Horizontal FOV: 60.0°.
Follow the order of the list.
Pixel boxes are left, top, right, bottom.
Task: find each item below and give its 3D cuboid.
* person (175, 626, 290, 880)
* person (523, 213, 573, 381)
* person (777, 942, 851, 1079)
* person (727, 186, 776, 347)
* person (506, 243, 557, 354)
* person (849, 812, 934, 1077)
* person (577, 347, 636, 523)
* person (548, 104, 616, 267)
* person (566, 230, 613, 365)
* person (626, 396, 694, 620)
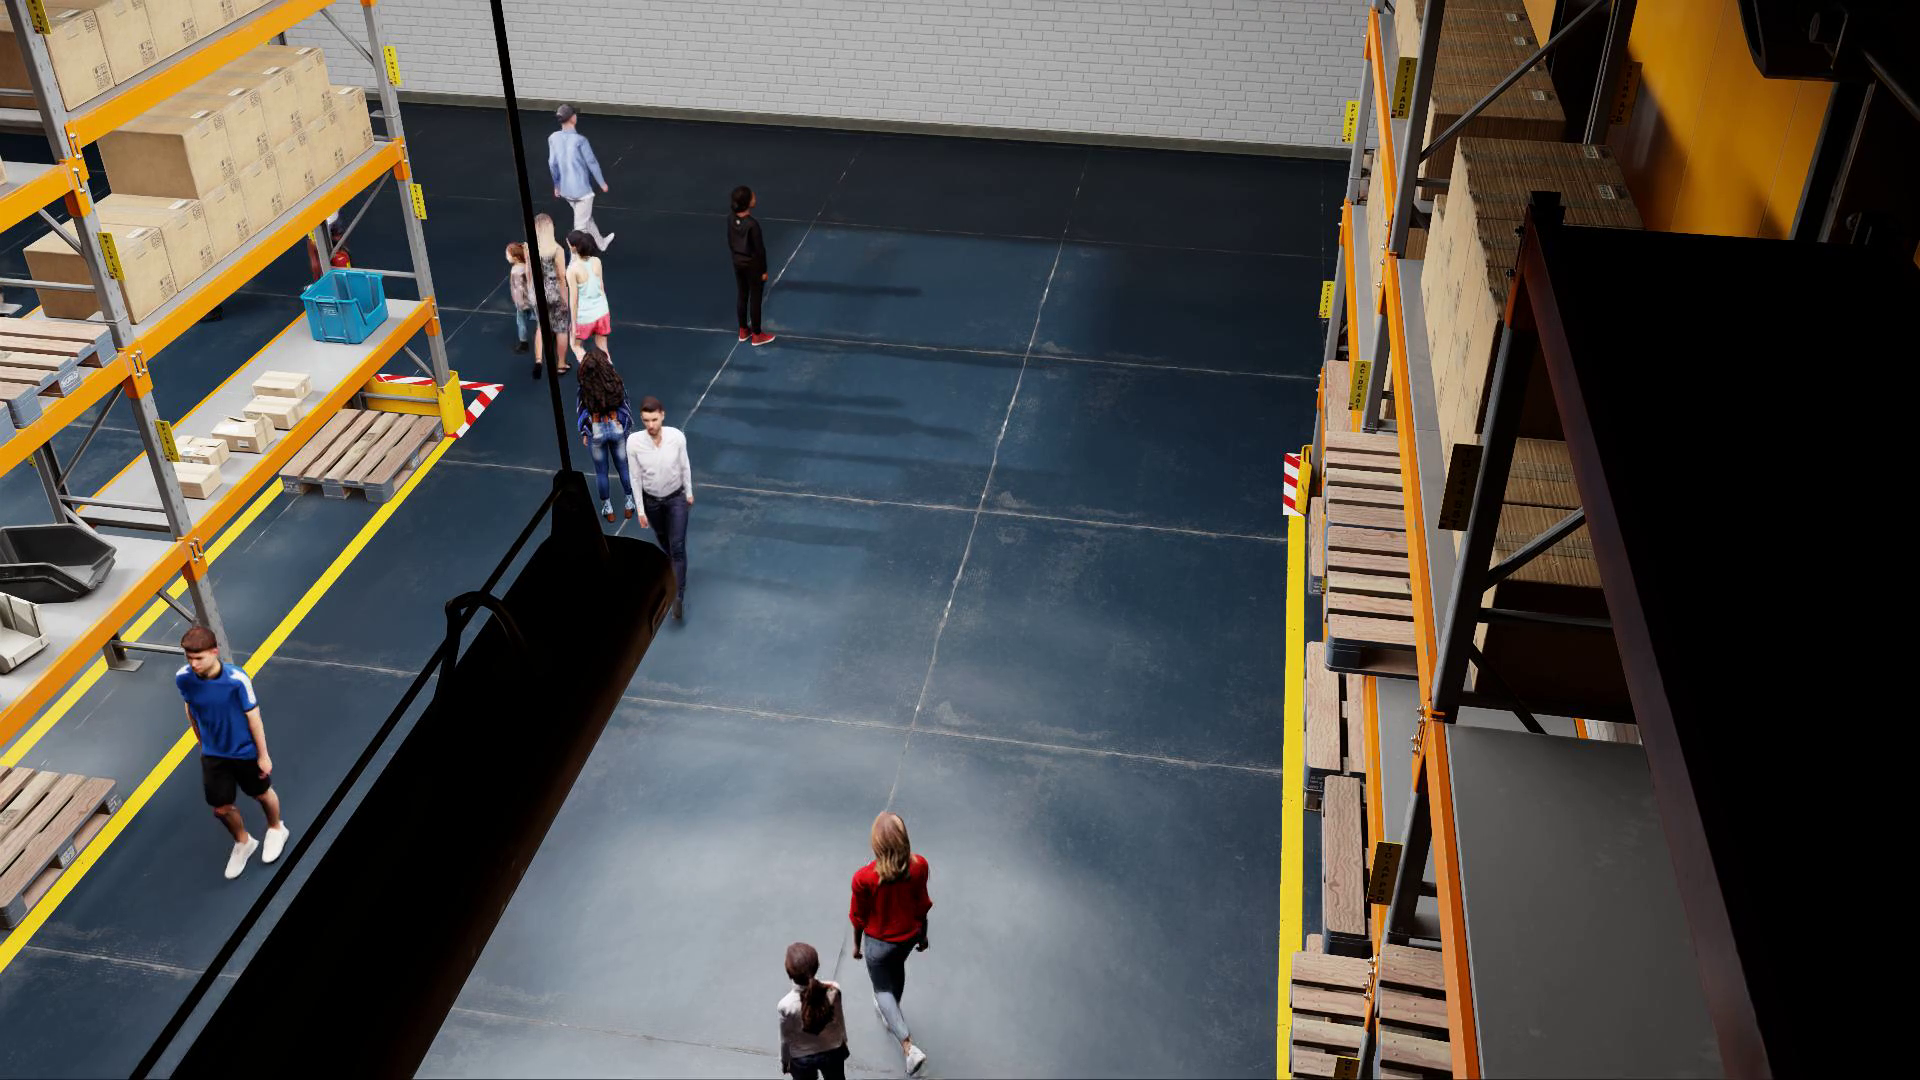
[{"bbox_3d":[-4.590,1.265,10.606,0.734,1.849,0.788,-2,34,-3],"label":"person"},{"bbox_3d":[-4.012,-2.298,16.120,0.601,1.678,0.858,4,34,6],"label":"person"},{"bbox_3d":[-0.730,2.732,8.671,0.726,1.546,0.825,-13,36,-18],"label":"person"},{"bbox_3d":[-2.146,-2.781,16.850,0.669,1.674,0.660,23,40,30],"label":"person"},{"bbox_3d":[-4.356,-2.445,16.791,0.651,1.180,0.734,-3,34,-4],"label":"person"},{"bbox_3d":[-0.360,2.262,9.253,0.947,1.686,1.086,-13,36,-19],"label":"person"},{"bbox_3d":[-2.995,-0.900,14.071,0.701,1.618,0.708,-11,35,-16],"label":"person"},{"bbox_3d":[-4.242,-3.797,18.227,0.930,1.841,1.235,18,38,25],"label":"person"},{"bbox_3d":[-3.436,-2.066,15.702,0.820,1.754,0.741,29,43,36],"label":"person"},{"bbox_3d":[-2.331,-0.369,13.099,0.841,1.810,1.302,-3,34,-5],"label":"person"}]
